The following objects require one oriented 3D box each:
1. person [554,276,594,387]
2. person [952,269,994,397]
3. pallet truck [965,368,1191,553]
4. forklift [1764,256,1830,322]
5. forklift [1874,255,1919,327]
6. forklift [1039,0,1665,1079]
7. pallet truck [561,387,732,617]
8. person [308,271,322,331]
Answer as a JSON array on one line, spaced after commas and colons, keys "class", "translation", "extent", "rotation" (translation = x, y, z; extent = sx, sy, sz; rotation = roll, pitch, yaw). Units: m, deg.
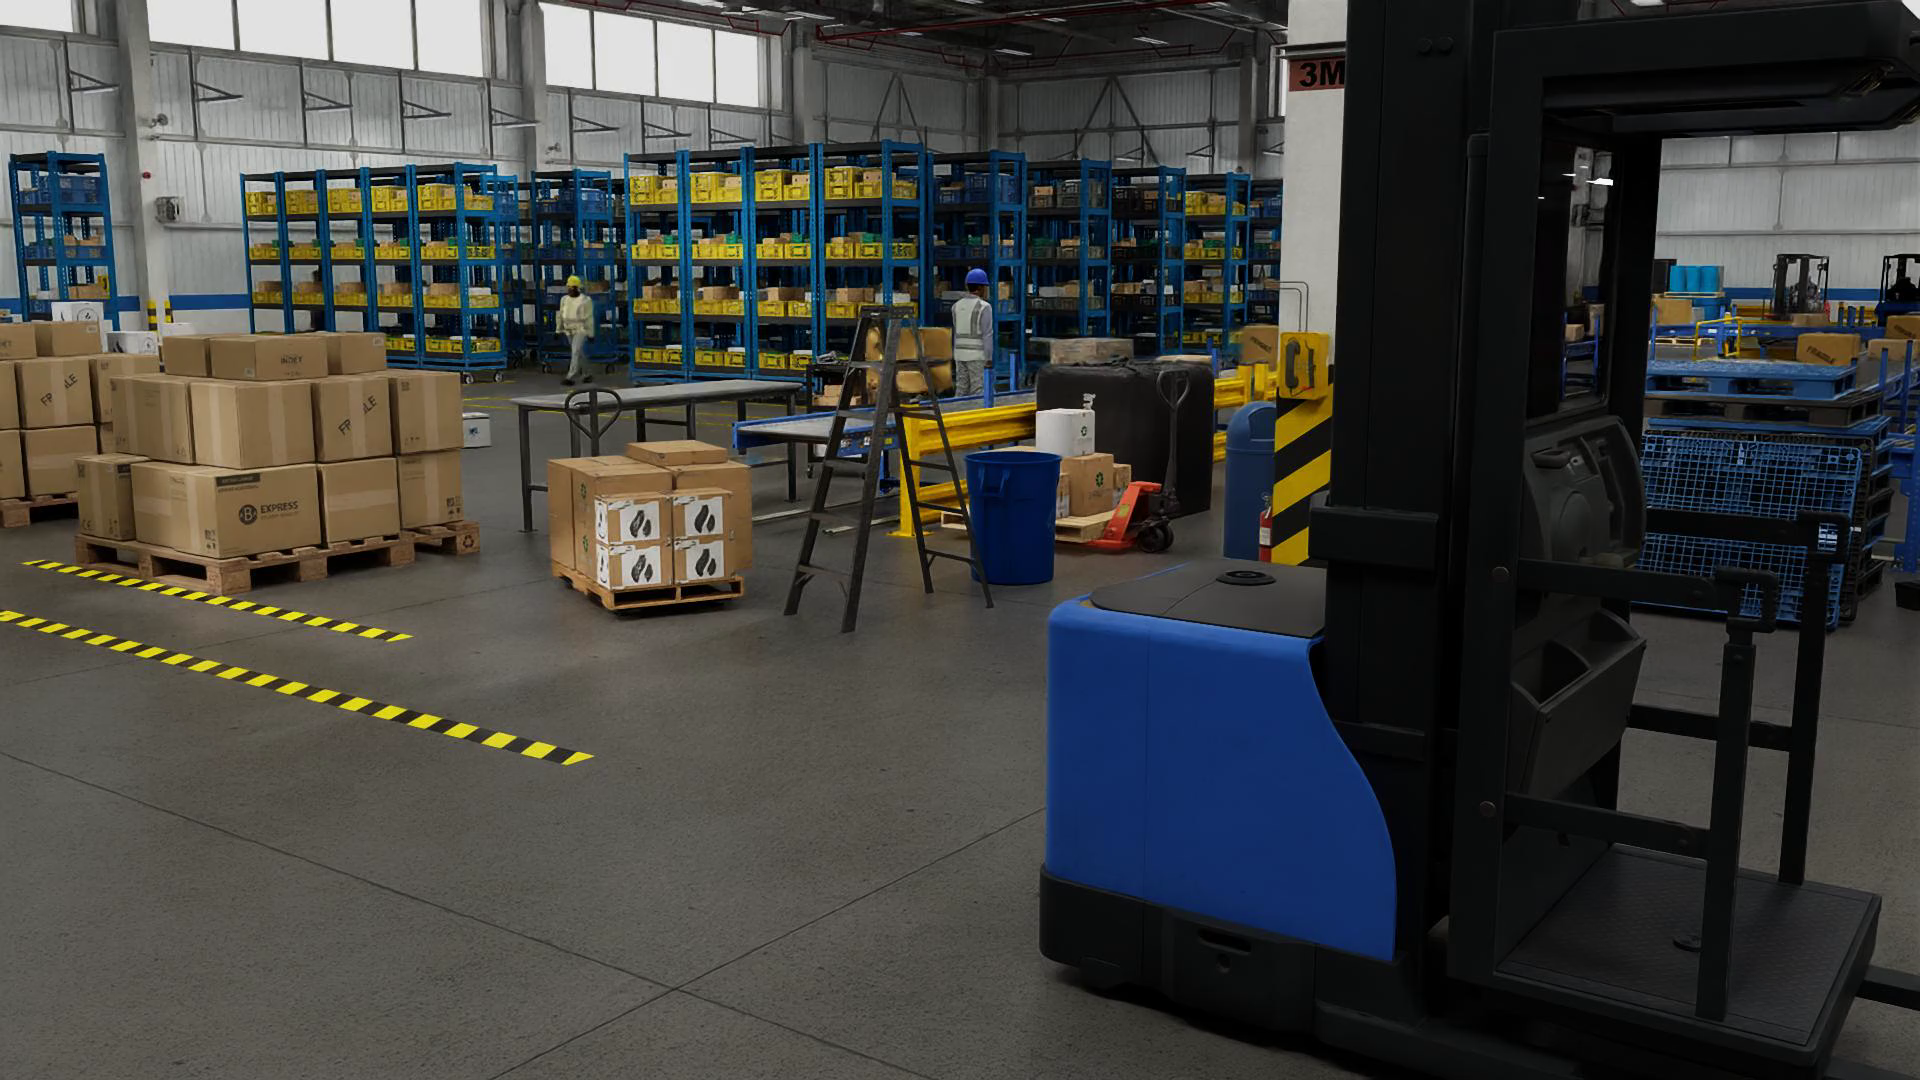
[{"class": "person", "translation": [-6.239, -3.405, 27.099], "extent": [0.602, 1.793, 0.940], "rotation": [5, 11, 27]}, {"class": "person", "translation": [0.156, -2.022, 18.403], "extent": [0.425, 1.938, 0.603], "rotation": [-8, 13, -41]}, {"class": "pallet truck", "translation": [0.845, -0.609, 11.869], "extent": [1.630, 1.274, 0.653], "rotation": [7, 12, 35]}, {"class": "forklift", "translation": [20.253, -5.854, 40.139], "extent": [1.157, 1.987, 2.680], "rotation": [7, 12, 35]}, {"class": "forklift", "translation": [22.089, -5.634, 38.796], "extent": [1.157, 1.987, 2.680], "rotation": [6, 11, 33]}, {"class": "forklift", "translation": [1.249, -0.137, 4.360], "extent": [1.873, 2.768, 1.129], "rotation": [7, 12, 35]}, {"class": "pallet truck", "translation": [-1.981, -0.274, 10.088], "extent": [0.680, 1.201, 1.601], "rotation": [-5, 11, -28]}, {"class": "person", "translation": [-12.093, -4.172, 31.540], "extent": [0.596, 1.832, 0.436], "rotation": [5, 11, 27]}]
